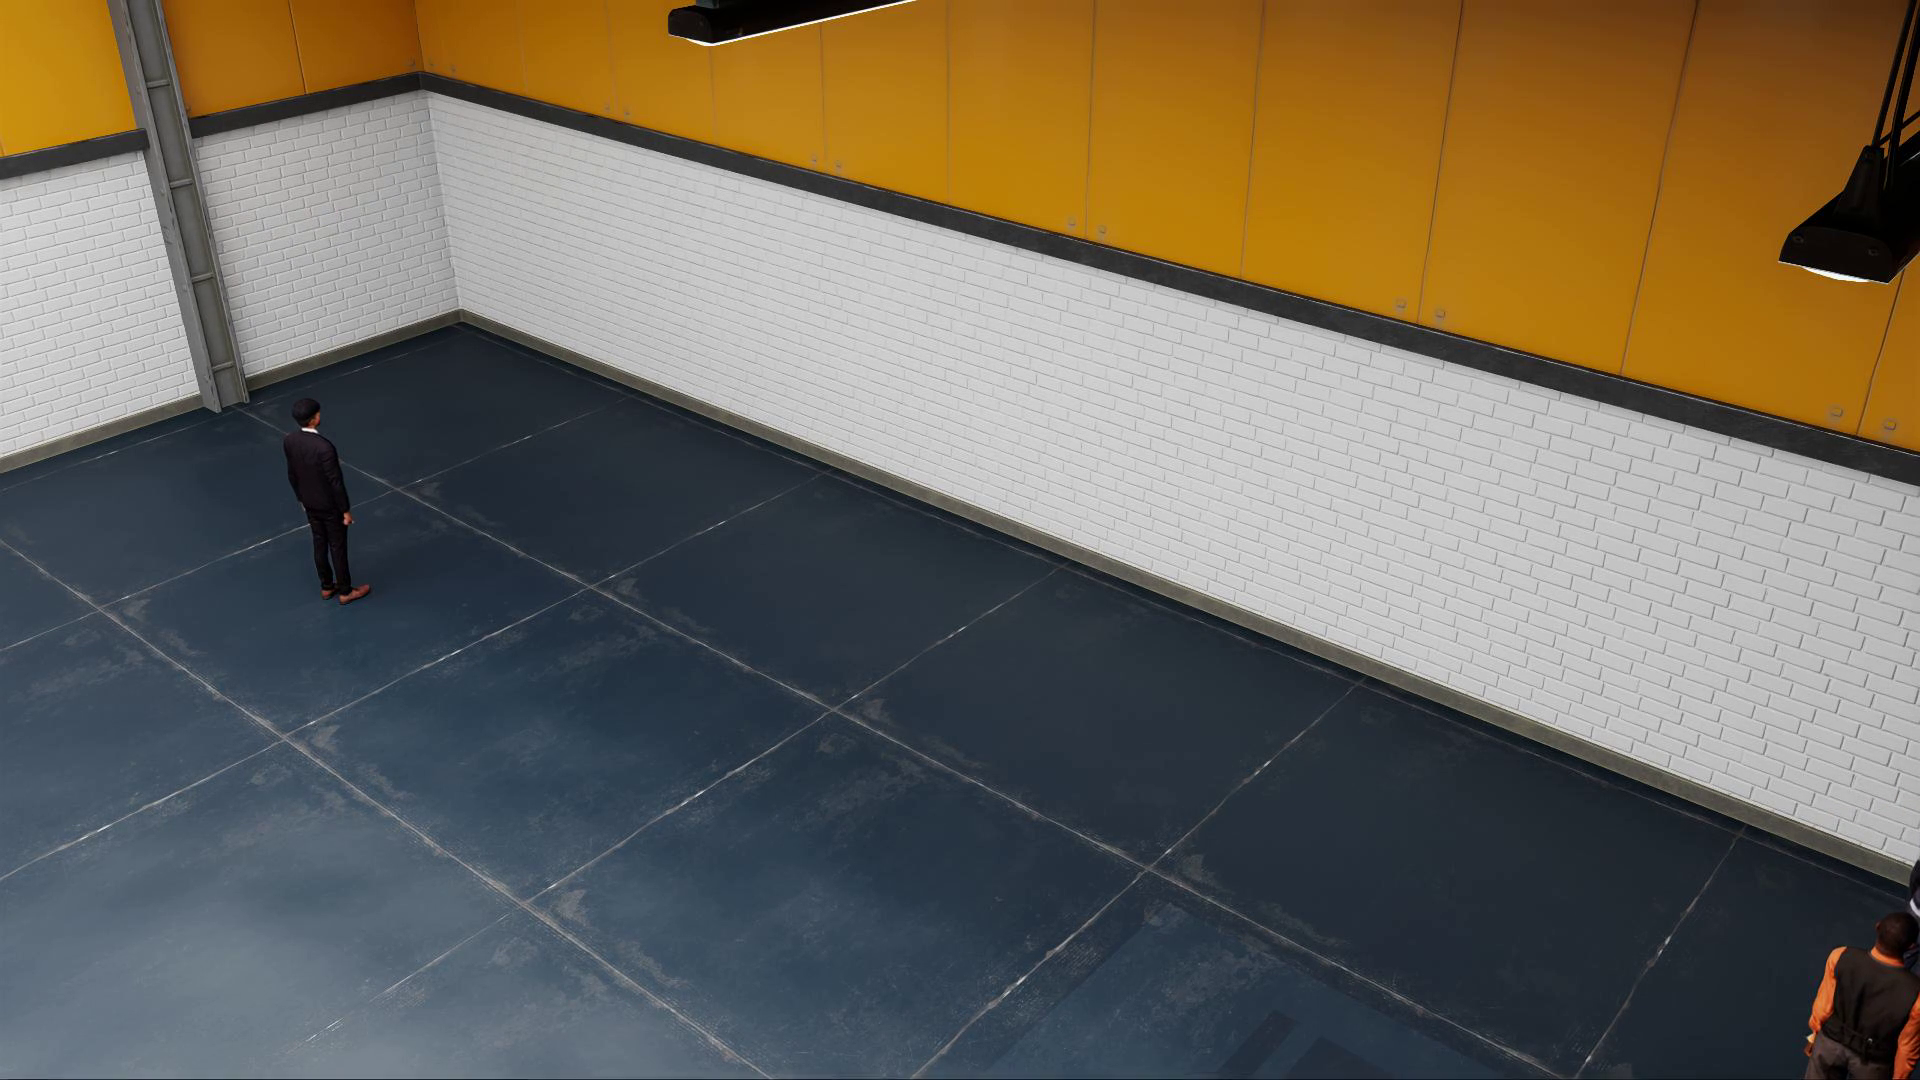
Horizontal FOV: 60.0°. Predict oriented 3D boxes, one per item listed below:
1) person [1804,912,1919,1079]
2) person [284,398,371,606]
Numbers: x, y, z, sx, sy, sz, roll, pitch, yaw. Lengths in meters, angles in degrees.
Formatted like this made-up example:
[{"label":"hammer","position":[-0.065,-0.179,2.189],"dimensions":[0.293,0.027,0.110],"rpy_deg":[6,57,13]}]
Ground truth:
[{"label":"person","position":[4.659,2.699,8.662],"dimensions":[0.623,1.908,0.701],"rpy_deg":[-25,37,-38]},{"label":"person","position":[-5.472,-0.338,14.256],"dimensions":[0.755,1.882,0.646],"rpy_deg":[13,31,22]}]
